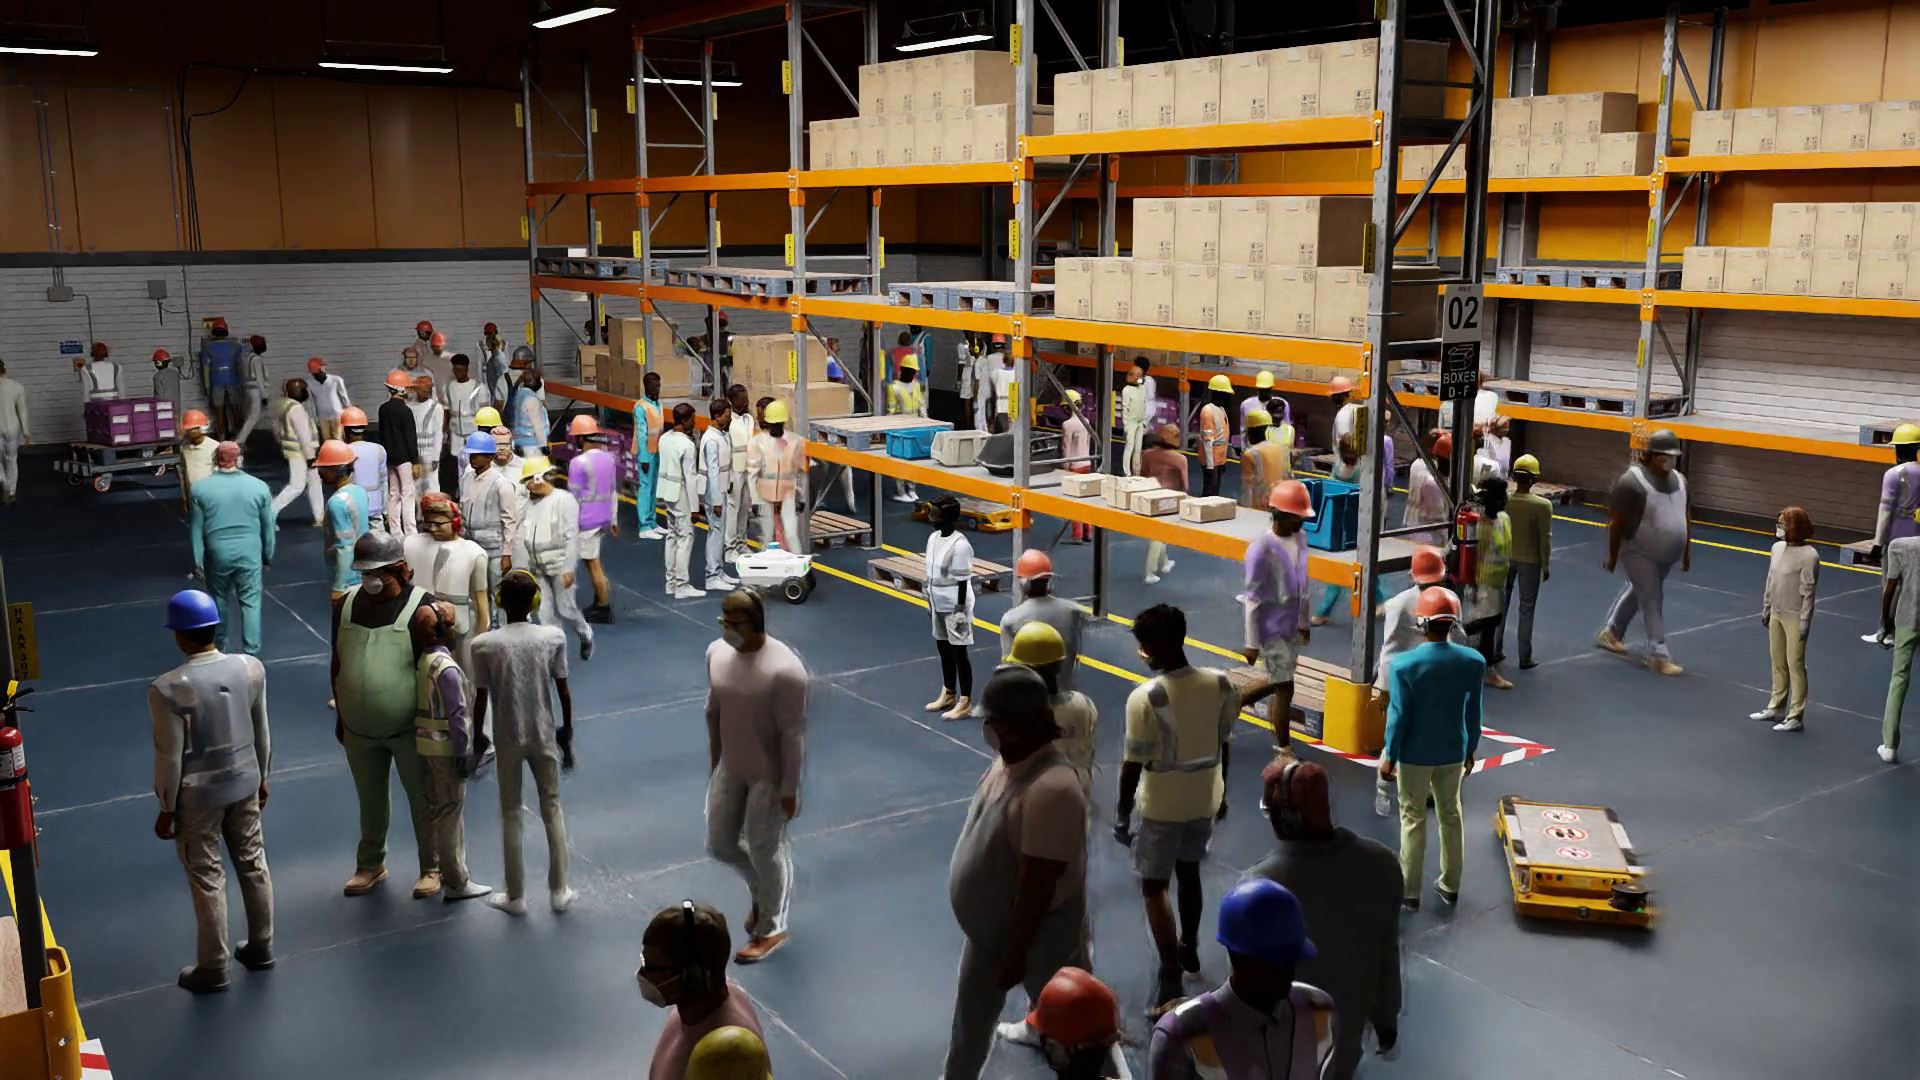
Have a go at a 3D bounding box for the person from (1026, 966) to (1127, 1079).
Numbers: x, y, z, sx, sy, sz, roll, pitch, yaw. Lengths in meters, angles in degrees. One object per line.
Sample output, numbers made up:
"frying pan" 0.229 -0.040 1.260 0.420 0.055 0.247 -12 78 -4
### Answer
"person" 0.325 2.000 4.455 0.565 1.727 0.766 -11 15 -44

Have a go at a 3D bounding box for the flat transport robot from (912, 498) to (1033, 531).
"flat transport robot" 0.143 -0.325 20.060 0.652 0.197 1.431 -11 15 -44

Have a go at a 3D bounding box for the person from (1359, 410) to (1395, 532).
"person" 4.481 -0.595 17.927 0.306 1.640 0.523 -5 12 -26

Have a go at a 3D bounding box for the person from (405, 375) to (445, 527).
"person" -6.367 -1.028 19.631 0.753 1.857 0.341 6 13 30

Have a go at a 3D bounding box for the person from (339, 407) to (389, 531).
"person" -5.602 -0.276 15.532 0.373 1.934 0.552 8 14 35

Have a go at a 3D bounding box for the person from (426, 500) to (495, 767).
"person" -3.382 0.624 11.197 0.562 1.835 0.385 6 12 27

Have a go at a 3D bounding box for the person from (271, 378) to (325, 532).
"person" -7.852 -1.009 19.612 0.859 1.810 0.622 -5 12 -25

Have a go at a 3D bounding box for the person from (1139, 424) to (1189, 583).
"person" 2.098 -0.384 16.953 0.525 1.585 0.805 8 14 36

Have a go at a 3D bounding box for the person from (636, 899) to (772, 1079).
"person" -0.666 1.887 4.498 0.367 1.932 0.622 -3 11 -15

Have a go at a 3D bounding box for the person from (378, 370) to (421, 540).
"person" -6.208 -0.889 18.519 0.608 1.995 0.377 9 14 38

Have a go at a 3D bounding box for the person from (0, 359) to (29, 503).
"person" -12.300 -1.399 21.352 0.634 1.915 0.787 -8 14 -36

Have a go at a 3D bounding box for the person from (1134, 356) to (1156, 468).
"person" 2.671 -1.817 24.052 0.372 1.685 0.547 6 12 27

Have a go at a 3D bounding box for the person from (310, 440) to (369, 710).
"person" -4.629 0.261 12.509 0.380 2.041 0.616 -1 11 -5

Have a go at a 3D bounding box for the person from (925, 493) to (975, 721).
"person" -0.082 0.486 12.270 0.322 1.689 0.530 -7 13 -31

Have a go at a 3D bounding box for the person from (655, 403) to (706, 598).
"person" -2.717 -0.380 16.152 0.412 1.905 0.606 -8 14 -37

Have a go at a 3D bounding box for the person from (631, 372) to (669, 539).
"person" -3.581 -0.982 19.201 0.399 1.916 0.590 2 11 9

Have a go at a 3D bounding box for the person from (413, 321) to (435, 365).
"person" -8.788 -2.606 27.337 0.411 1.986 0.616 -1 11 -8

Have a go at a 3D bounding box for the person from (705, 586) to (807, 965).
"person" -1.024 1.156 8.246 0.657 1.921 0.441 7 13 33

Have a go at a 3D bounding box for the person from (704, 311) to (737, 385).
"person" -4.170 -2.994 29.174 0.615 2.038 0.395 0 11 -2

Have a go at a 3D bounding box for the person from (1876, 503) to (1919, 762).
"person" 6.499 0.597 11.235 0.532 1.871 0.319 7 13 30

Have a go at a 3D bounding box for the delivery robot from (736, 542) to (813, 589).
"delivery robot" -1.795 0.264 16.075 0.707 0.478 0.477 1 11 5

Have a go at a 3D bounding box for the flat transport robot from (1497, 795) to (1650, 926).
"flat transport robot" 3.419 1.768 9.346 0.652 0.197 1.431 3 11 13

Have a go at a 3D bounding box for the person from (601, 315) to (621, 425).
"person" -6.292 -3.024 29.543 0.606 1.957 0.372 10 15 41

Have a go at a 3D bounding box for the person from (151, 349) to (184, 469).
"person" -11.647 -1.920 24.411 0.327 1.753 0.561 1 11 7

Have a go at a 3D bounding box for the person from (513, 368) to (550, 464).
"person" -5.260 -1.208 20.599 0.495 1.830 0.675 -4 12 -20

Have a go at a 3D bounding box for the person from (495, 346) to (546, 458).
"person" -5.609 -1.497 21.513 0.684 2.000 0.535 4 12 19

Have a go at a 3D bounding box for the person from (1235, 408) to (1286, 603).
"person" 2.886 -0.294 15.702 0.611 1.901 0.594 -8 14 -37

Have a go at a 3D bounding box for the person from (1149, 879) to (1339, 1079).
"person" 0.784 1.856 4.586 0.605 1.951 0.383 -6 12 -27

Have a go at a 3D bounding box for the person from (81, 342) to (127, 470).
"person" -12.388 -1.924 24.099 0.339 1.883 0.583 10 15 41

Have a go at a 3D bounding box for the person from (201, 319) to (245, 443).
"person" -11.857 -2.530 26.793 0.614 2.040 0.391 -6 13 -30

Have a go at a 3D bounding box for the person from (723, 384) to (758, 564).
"person" -2.377 -0.712 17.805 0.392 1.922 0.591 4 12 21

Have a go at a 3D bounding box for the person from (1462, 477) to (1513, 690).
"person" 4.123 0.312 13.187 0.666 1.673 0.546 11 15 44

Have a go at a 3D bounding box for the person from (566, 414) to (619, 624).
"person" -3.385 -0.182 15.112 0.537 1.916 0.545 4 12 21

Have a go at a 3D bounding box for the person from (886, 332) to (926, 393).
"person" -0.891 -2.528 27.477 0.609 1.785 0.996 3 11 13

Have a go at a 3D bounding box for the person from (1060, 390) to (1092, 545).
"person" 1.294 -0.823 18.842 0.405 1.744 0.528 7 13 33

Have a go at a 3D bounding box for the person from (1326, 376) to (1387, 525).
"person" 4.467 -0.904 18.853 0.684 1.904 0.581 6 13 28

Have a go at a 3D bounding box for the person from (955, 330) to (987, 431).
"person" 0.175 -2.724 27.985 0.612 1.965 0.361 -9 15 -40

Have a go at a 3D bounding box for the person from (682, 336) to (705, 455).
"person" -4.152 -2.242 25.845 0.344 1.839 0.502 7 13 34

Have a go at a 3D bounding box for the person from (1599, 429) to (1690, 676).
"person" 5.685 0.018 13.762 0.683 2.000 1.019 -5 12 -22

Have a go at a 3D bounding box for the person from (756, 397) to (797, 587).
"person" -1.854 -0.490 16.708 0.404 1.908 0.599 -4 12 -18

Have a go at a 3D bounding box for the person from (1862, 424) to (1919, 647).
"person" 8.126 -0.039 14.371 0.582 1.918 0.388 -5 12 -24

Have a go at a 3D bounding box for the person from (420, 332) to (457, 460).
"person" -7.965 -2.246 25.608 0.593 1.950 0.964 -2 11 -10

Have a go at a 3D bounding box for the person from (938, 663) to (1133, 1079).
"person" 0.286 1.425 6.561 1.011 2.000 0.681 -4 12 -17
